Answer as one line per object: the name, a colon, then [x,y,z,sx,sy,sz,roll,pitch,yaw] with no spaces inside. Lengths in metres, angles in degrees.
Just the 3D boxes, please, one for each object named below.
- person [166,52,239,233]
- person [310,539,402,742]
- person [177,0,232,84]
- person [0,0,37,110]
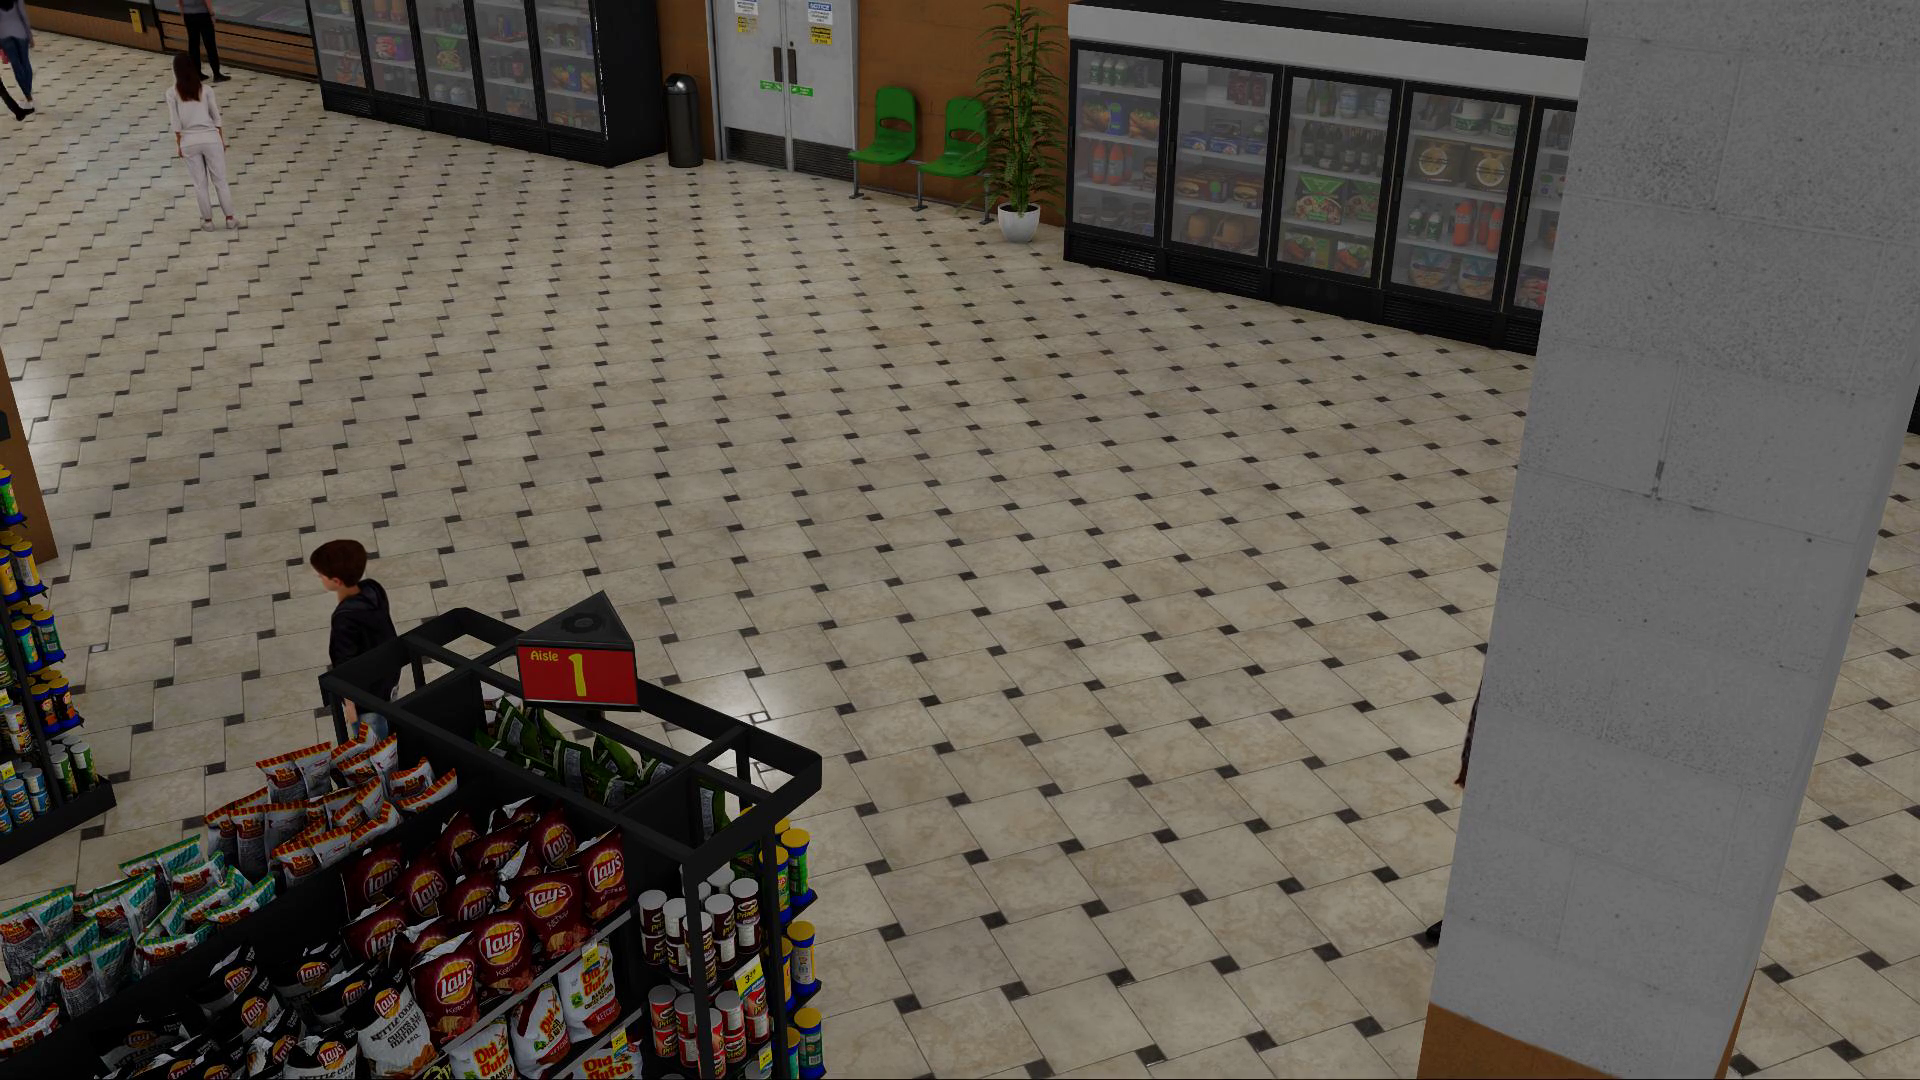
person: [-7.301,-3.827,16.001,0.633,1.689,0.743,-13,29,-23]
person: [-2.646,0.645,7.452,0.670,1.447,0.574,3,27,7]
person: [-10.228,-7.048,22.282,0.694,1.754,0.666,5,27,10]
person: [-11.795,-6.235,20.741,1.094,1.697,0.909,-20,33,-34]
